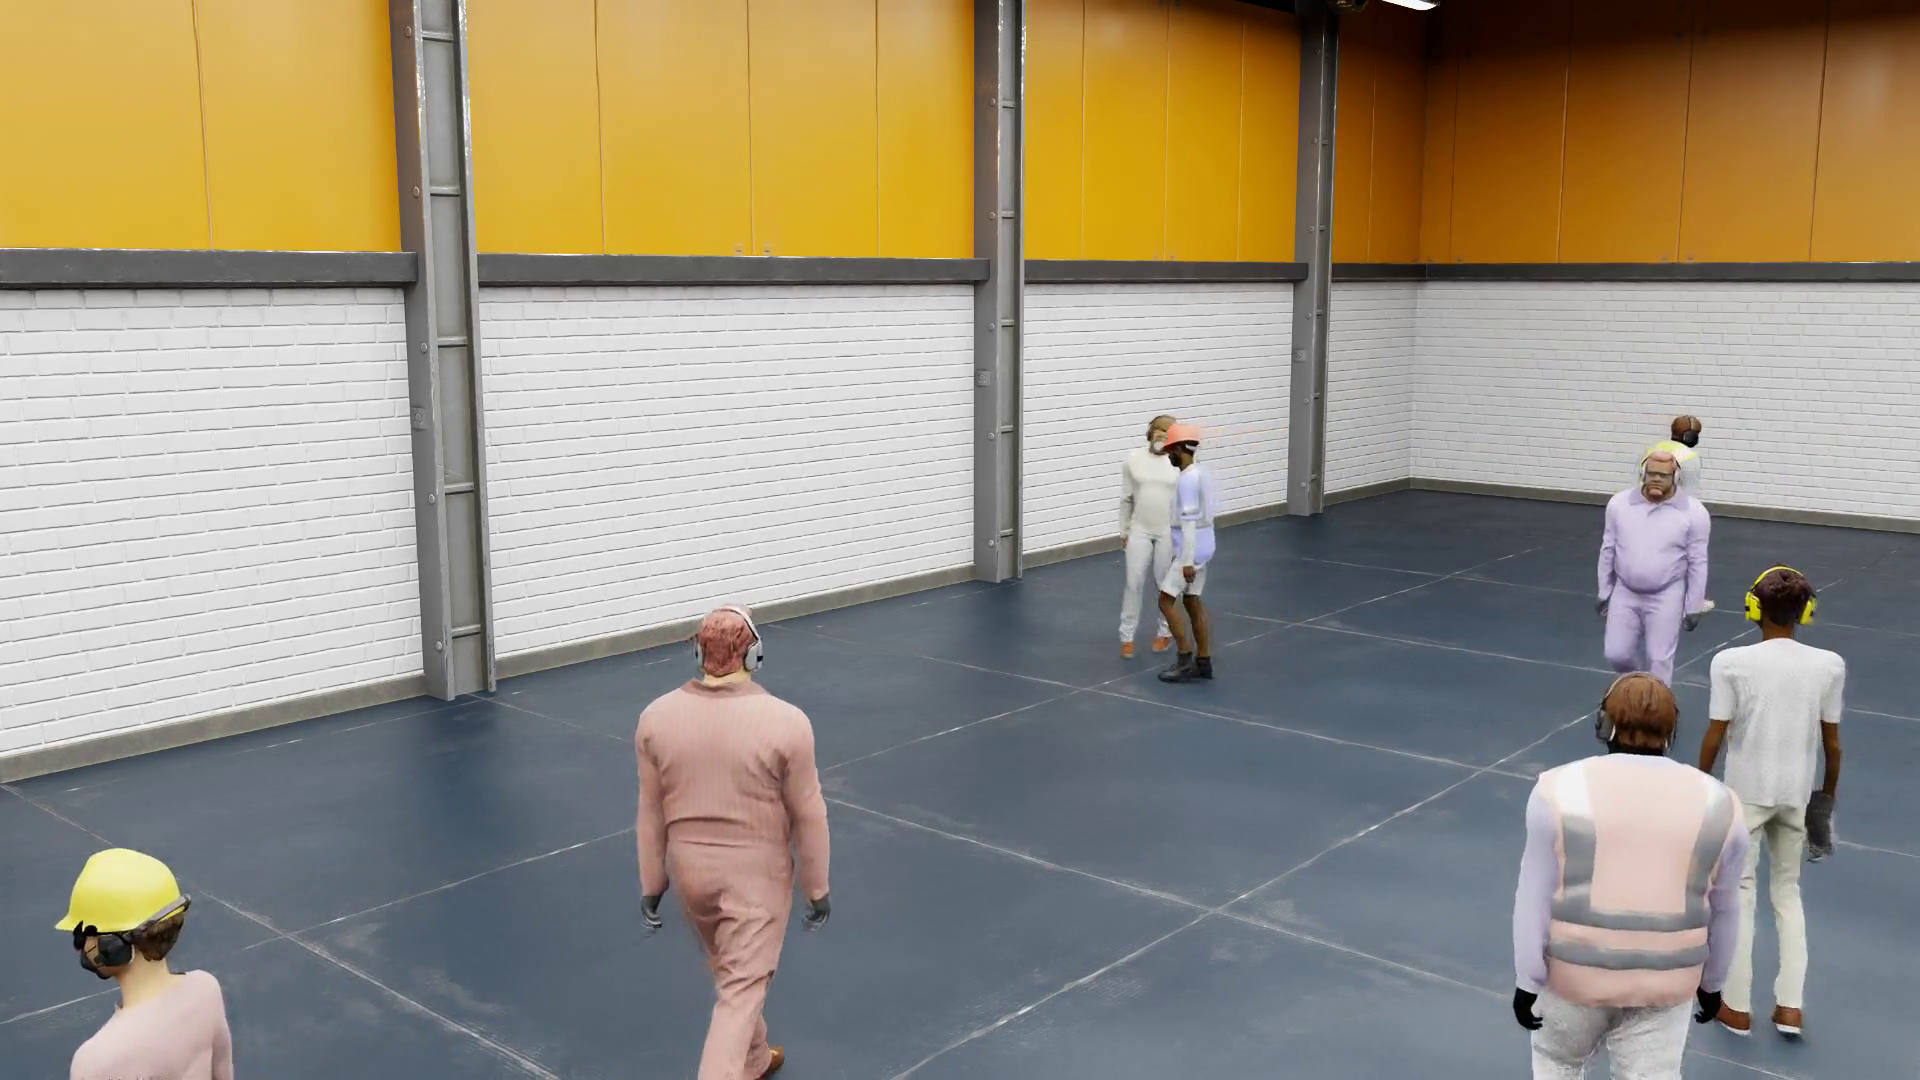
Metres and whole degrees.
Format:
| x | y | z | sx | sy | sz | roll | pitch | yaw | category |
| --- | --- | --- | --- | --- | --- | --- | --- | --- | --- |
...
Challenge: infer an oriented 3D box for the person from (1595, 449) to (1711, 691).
| x | y | z | sx | sy | sz | roll | pitch | yaw | category |
| --- | --- | --- | --- | --- | --- | --- | --- | --- | --- |
| 4.405 | 0.355 | 10.600 | 0.666 | 1.887 | 0.476 | 7 | 11 | 37 | person |

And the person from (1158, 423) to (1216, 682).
| x | y | z | sx | sy | sz | roll | pitch | yaw | category |
| --- | --- | --- | --- | --- | --- | --- | --- | --- | --- |
| 1.657 | 0.096 | 12.222 | 0.521 | 1.900 | 0.572 | 3 | 9 | 17 | person |

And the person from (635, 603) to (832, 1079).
| x | y | z | sx | sy | sz | roll | pitch | yaw | category |
| --- | --- | --- | --- | --- | --- | --- | --- | --- | --- |
| -0.785 | 1.150 | 5.706 | 0.663 | 1.869 | 0.964 | 3 | 10 | 19 | person |

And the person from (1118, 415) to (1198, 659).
| x | y | z | sx | sy | sz | roll | pitch | yaw | category |
| --- | --- | --- | --- | --- | --- | --- | --- | --- | --- |
| 1.544 | -0.036 | 13.000 | 0.653 | 1.901 | 0.618 | 3 | 10 | 20 | person |

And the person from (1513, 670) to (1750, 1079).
| x | y | z | sx | sy | sz | roll | pitch | yaw | category |
| --- | --- | --- | --- | --- | --- | --- | --- | --- | --- |
| 1.972 | 1.282 | 4.994 | 0.655 | 1.818 | 0.626 | 1 | 9 | 9 | person |

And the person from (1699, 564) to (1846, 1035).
| x | y | z | sx | sy | sz | roll | pitch | yaw | category |
| --- | --- | --- | --- | --- | --- | --- | --- | --- | --- |
| 3.126 | 1.026 | 6.516 | 0.575 | 1.859 | 0.347 | 0 | 9 | 0 | person |

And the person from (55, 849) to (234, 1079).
| x | y | z | sx | sy | sz | roll | pitch | yaw | category |
| --- | --- | --- | --- | --- | --- | --- | --- | --- | --- |
| -1.741 | 1.532 | 3.717 | 0.873 | 1.730 | 0.527 | 0 | 9 | -2 | person |

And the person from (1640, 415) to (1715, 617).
| x | y | z | sx | sy | sz | roll | pitch | yaw | category |
| --- | --- | --- | --- | --- | --- | --- | --- | --- | --- |
| 6.103 | -0.173 | 14.277 | 0.929 | 1.785 | 0.624 | -1 | 9 | -5 | person |
